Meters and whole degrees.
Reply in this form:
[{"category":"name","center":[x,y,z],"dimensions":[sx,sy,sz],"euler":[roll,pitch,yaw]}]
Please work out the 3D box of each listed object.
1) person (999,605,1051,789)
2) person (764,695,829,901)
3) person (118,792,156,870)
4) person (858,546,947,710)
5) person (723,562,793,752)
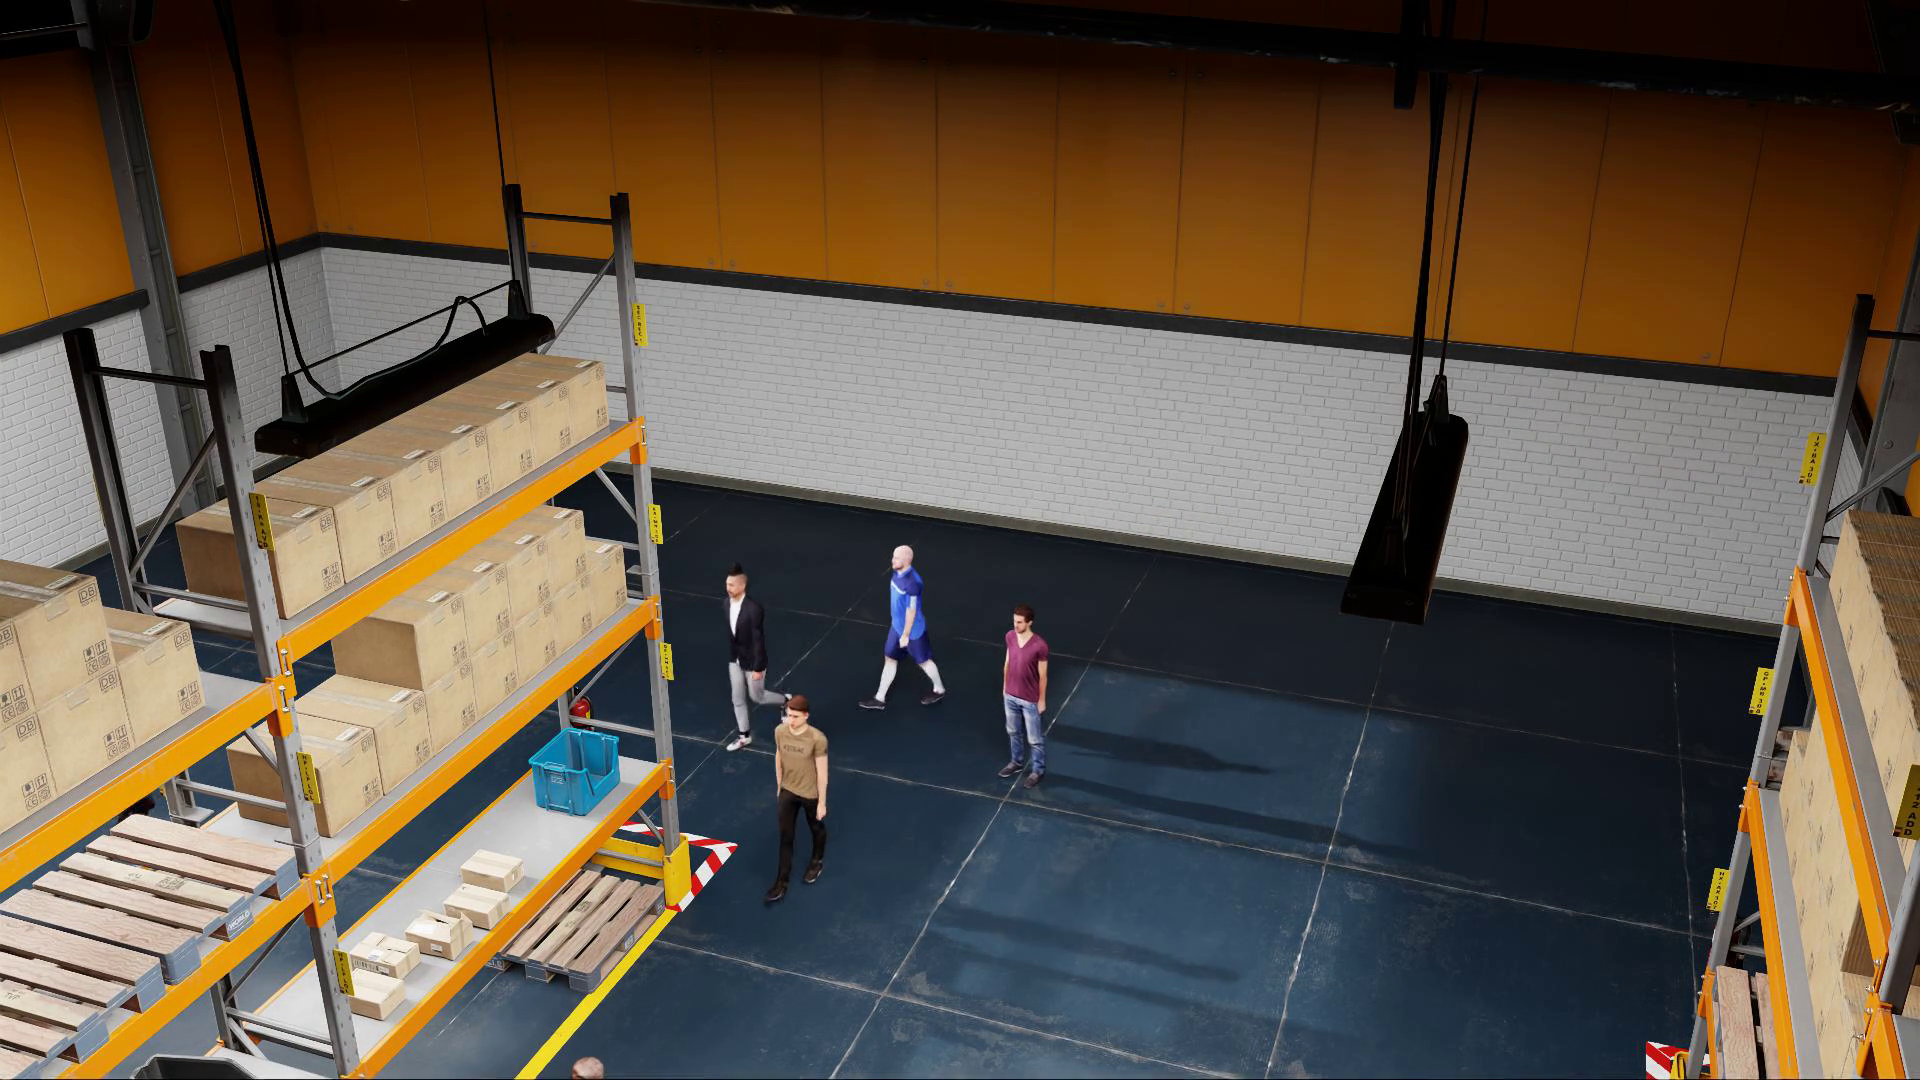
[{"category":"person","center":[0.618,1.436,15.652],"dimensions":[0.713,1.849,0.662],"euler":[19,30,37]},{"category":"person","center":[-1.294,2.100,14.155],"dimensions":[0.675,1.831,0.995],"euler":[9,25,19]},{"category":"person","center":[-6.327,2.717,12.899],"dimensions":[0.894,1.706,1.243],"euler":[18,30,36]},{"category":"person","center":[-0.446,0.909,16.929],"dimensions":[1.251,1.792,1.180],"euler":[-11,26,-24]},{"category":"person","center":[-2.016,1.113,16.297],"dimensions":[0.920,1.924,1.139],"euler":[18,29,35]}]
